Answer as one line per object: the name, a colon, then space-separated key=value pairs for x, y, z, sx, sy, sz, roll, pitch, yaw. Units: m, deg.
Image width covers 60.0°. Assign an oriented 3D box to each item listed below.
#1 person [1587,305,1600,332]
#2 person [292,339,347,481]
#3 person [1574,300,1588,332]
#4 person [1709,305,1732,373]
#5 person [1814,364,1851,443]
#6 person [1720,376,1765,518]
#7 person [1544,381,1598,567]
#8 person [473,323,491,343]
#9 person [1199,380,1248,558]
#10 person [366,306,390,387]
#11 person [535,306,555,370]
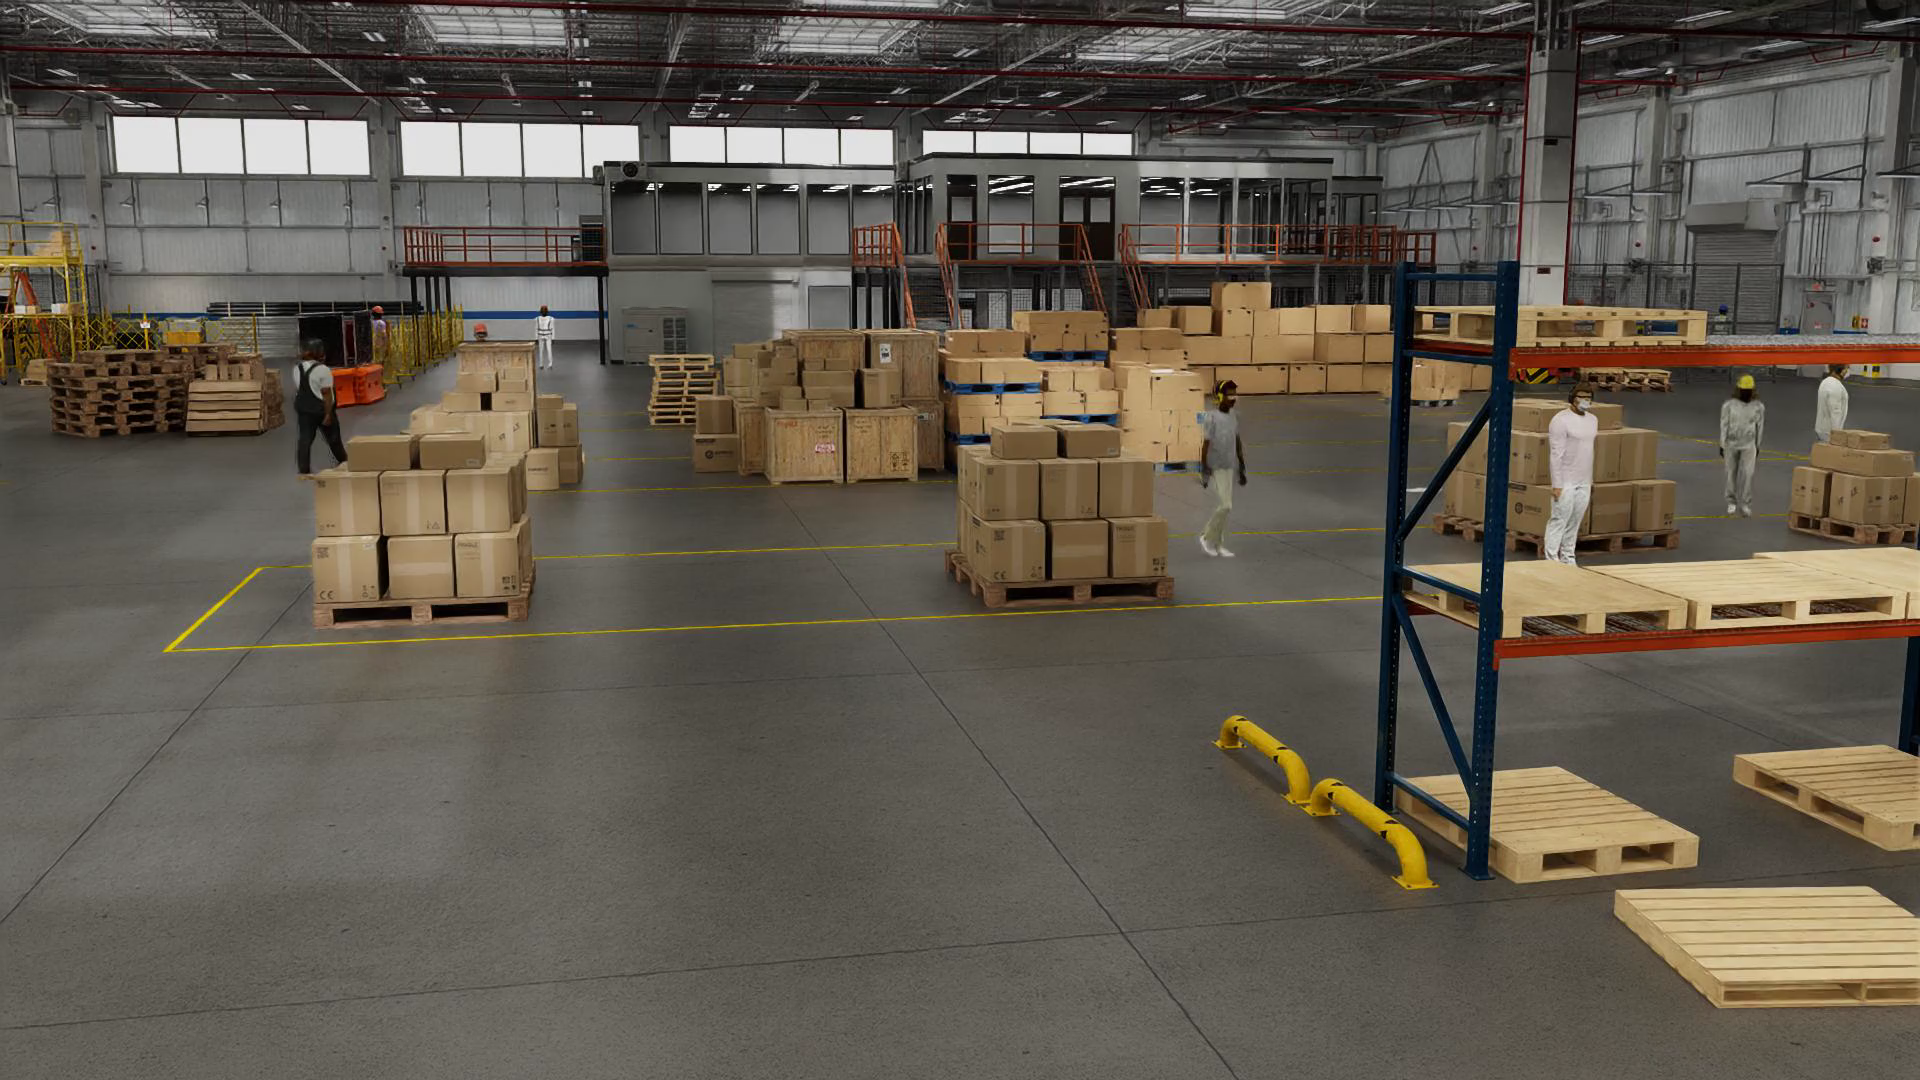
person: x=18.046 y=-5.680 z=47.119 sx=0.551 sy=1.933 sz=0.369 roll=1 pitch=9 yaw=5
person: x=-9.061 y=-1.880 z=23.638 sx=0.686 sy=2.000 sz=0.990 roll=4 pitch=10 yaw=21
person: x=20.052 y=-6.804 z=53.875 sx=0.613 sy=1.965 sz=0.769 roll=-3 pitch=10 yaw=-15
person: x=21.589 y=-5.697 z=47.224 sx=0.605 sy=1.934 sz=0.418 roll=8 pitch=12 yaw=41
person: x=10.638 y=-1.281 z=20.296 sx=0.372 sy=1.940 sz=0.632 roll=3 pitch=10 yaw=15
person: x=9.431 y=-1.128 z=20.091 sx=0.489 sy=1.693 sz=0.913 roll=4 pitch=10 yaw=23
person: x=5.830 y=-0.546 z=15.824 sx=0.629 sy=1.937 sz=0.379 roll=-6 pitch=11 yaw=-34
person: x=-8.698 y=-2.950 z=30.294 sx=0.623 sy=1.992 sz=0.396 roll=-8 pitch=12 yaw=-39
person: x=2.734 y=-0.721 z=17.166 sx=0.527 sy=1.855 sz=0.418 roll=-9 pitch=13 yaw=-43
person: x=-14.662 y=-4.882 z=41.956 sx=0.605 sy=2.034 sz=0.397 roll=5 pitch=10 yaw=27
person: x=-12.152 y=-5.911 z=48.681 sx=0.576 sy=1.885 sz=0.355 roll=0 pitch=9 yaw=2
